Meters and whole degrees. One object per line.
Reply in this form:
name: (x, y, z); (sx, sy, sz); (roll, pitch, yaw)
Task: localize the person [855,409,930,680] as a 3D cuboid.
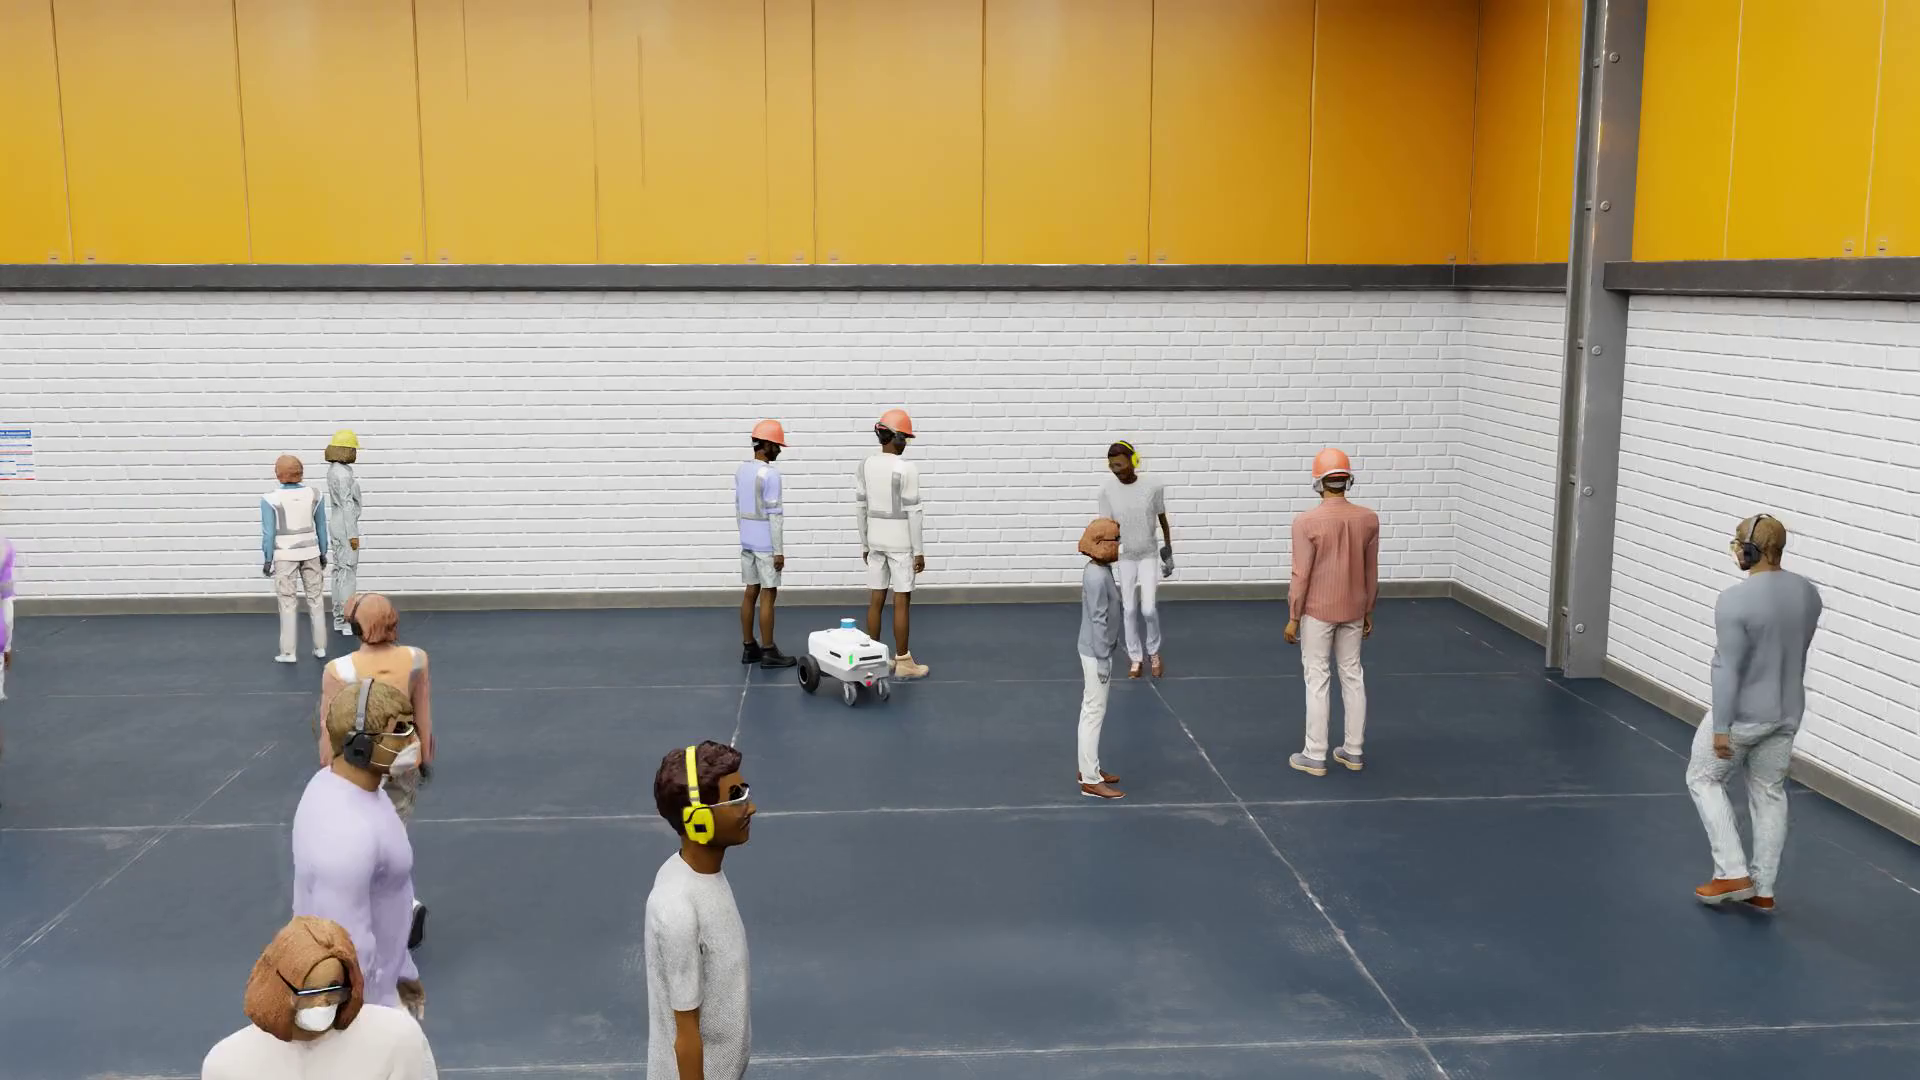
person: (-0.500, 0.035, 12.525); (0.605, 2.034, 0.390); (7, 11, 38)

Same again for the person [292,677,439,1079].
person: (-1.728, 1.333, 4.745); (0.512, 1.919, 0.629); (-4, 10, -24)

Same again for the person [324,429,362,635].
person: (-5.188, -0.070, 14.100); (0.302, 1.741, 0.485); (-6, 11, -33)

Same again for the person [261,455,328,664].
person: (-5.204, 0.151, 13.031); (0.323, 1.637, 0.533); (9, 13, 44)

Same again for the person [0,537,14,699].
person: (-5.603, 0.598, 9.394); (0.483, 1.910, 0.551); (7, 12, 38)

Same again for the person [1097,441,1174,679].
person: (1.305, 0.158, 12.415); (0.557, 1.818, 0.545); (2, 9, 13)

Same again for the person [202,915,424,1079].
person: (-1.502, 1.615, 3.950); (0.491, 1.602, 0.751); (-3, 10, -18)

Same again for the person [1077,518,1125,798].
person: (0.826, 0.678, 9.735); (0.283, 1.633, 0.497); (0, 9, 2)

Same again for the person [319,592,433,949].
person: (-2.606, 1.038, 7.531); (0.690, 1.615, 0.525); (9, 12, 43)

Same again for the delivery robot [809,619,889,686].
delivery robot: (-0.804, 0.811, 11.980); (0.477, 0.478, 0.707); (-5, 10, -31)

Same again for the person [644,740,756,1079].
person: (-0.631, 1.428, 4.271); (0.328, 1.877, 0.513); (-1, 9, -5)

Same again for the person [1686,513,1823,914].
person: (3.764, 0.828, 7.911); (0.629, 1.925, 0.446); (-3, 10, -20)

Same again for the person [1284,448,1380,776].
person: (2.255, 0.433, 10.147); (0.621, 1.990, 0.396); (-3, 10, -21)

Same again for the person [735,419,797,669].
person: (-1.510, 0.029, 12.896); (0.391, 1.924, 0.547); (-7, 12, -38)
